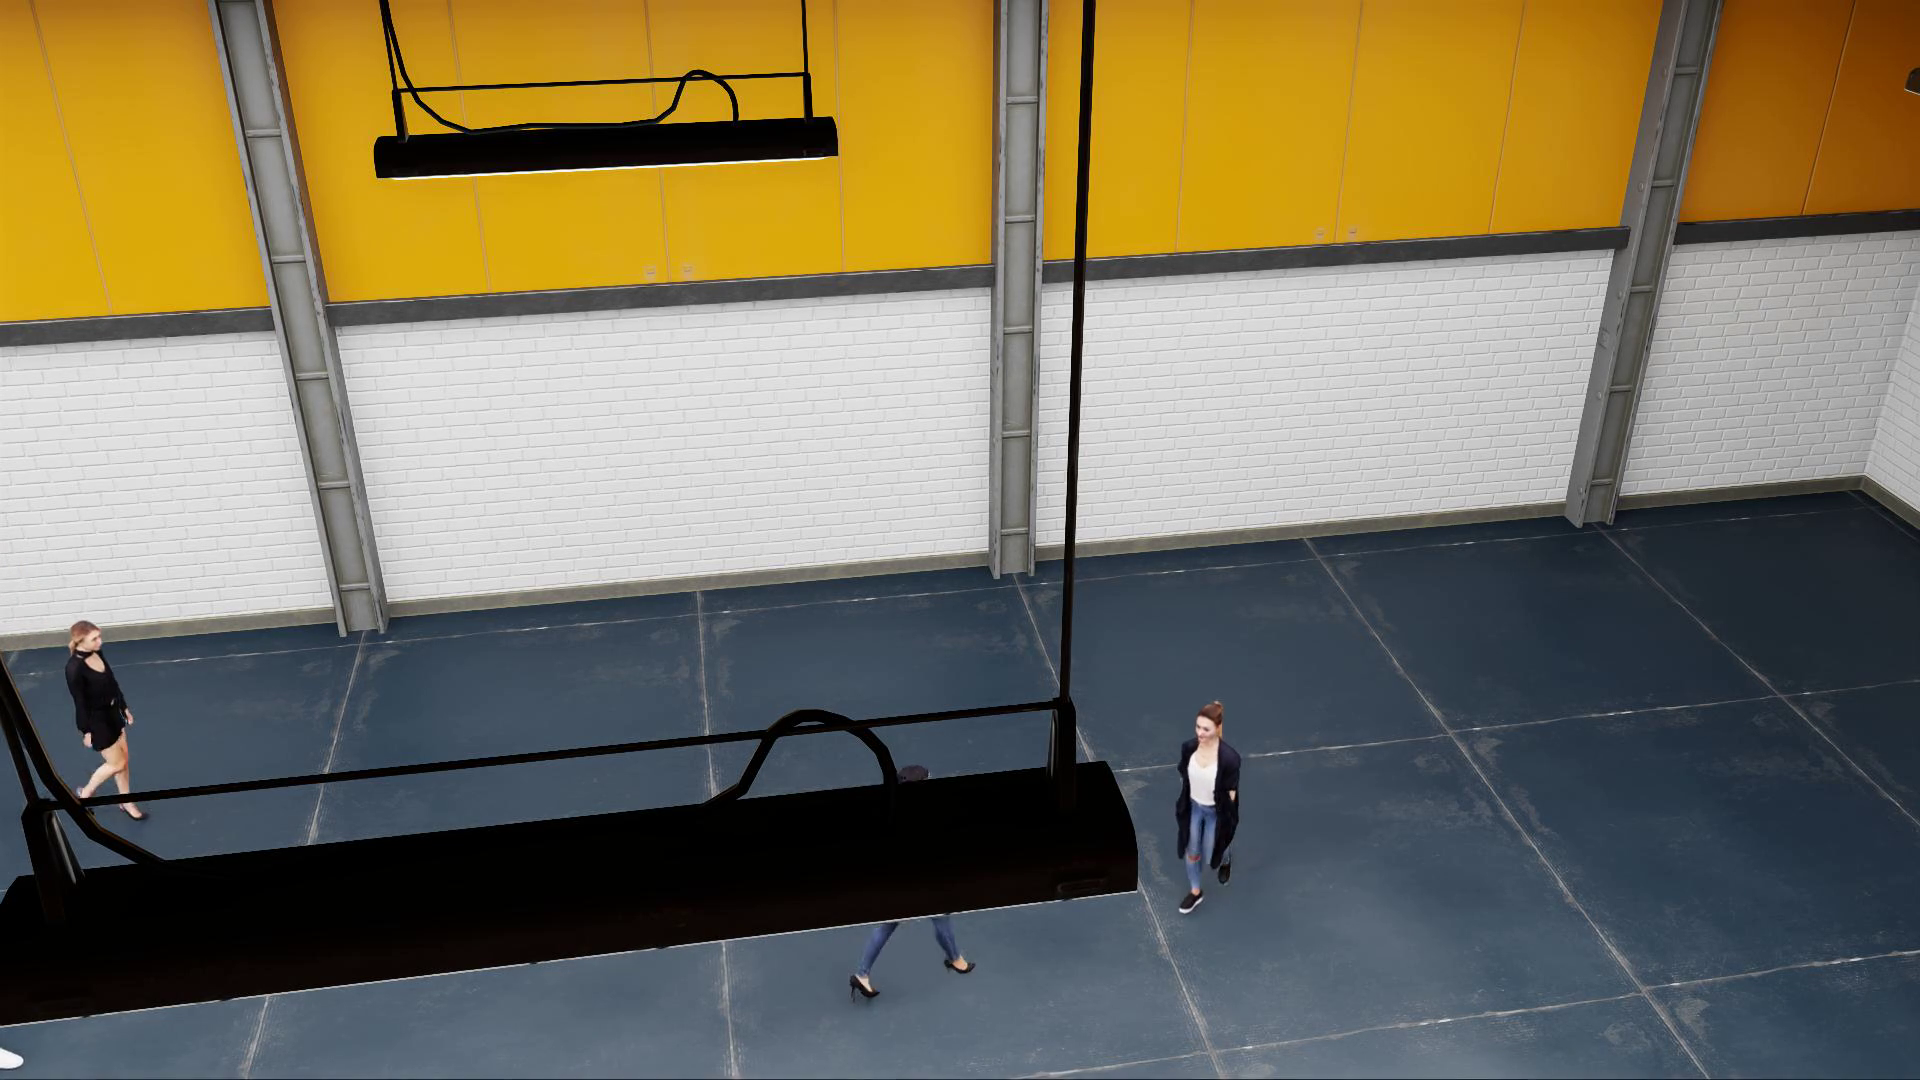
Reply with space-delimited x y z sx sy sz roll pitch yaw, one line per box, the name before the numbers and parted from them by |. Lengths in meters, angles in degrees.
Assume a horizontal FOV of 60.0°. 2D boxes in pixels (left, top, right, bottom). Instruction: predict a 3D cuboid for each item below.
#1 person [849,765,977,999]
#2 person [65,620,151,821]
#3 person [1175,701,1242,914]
person | -0.401 2.229 10.649 1.158 1.744 0.768 -10 30 -18
person | -6.386 1.351 12.251 0.778 1.753 0.628 0 29 1
person | 1.749 1.820 11.477 0.868 1.670 0.929 19 34 31
